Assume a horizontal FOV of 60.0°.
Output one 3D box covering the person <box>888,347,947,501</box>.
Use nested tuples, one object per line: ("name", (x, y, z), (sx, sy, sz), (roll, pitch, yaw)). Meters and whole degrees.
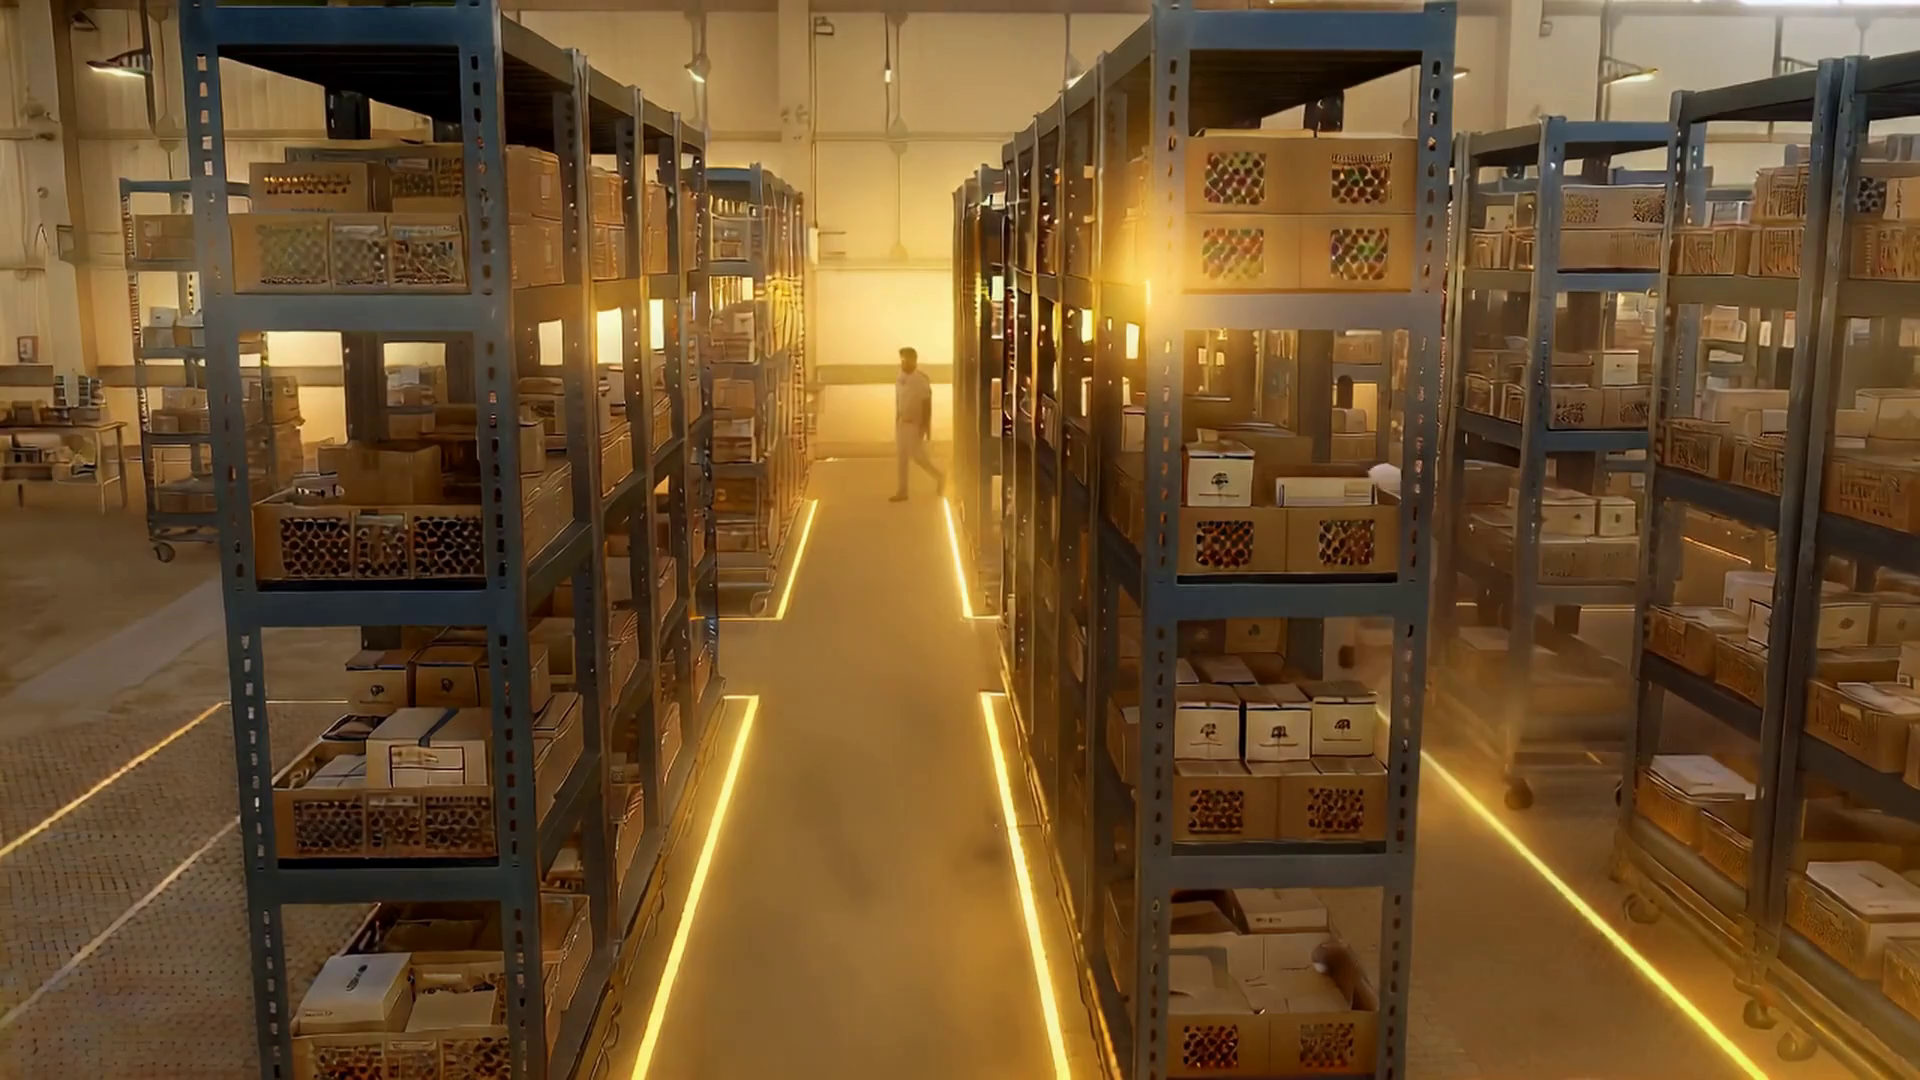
("person", (-0.528, -1.370, 19.600), (0.682, 1.822, 0.583), (-9, 13, -40))

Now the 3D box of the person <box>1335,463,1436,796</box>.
("person", (2.273, 0.465, 9.220), (0.618, 1.796, 0.838), (-3, 10, -18))
